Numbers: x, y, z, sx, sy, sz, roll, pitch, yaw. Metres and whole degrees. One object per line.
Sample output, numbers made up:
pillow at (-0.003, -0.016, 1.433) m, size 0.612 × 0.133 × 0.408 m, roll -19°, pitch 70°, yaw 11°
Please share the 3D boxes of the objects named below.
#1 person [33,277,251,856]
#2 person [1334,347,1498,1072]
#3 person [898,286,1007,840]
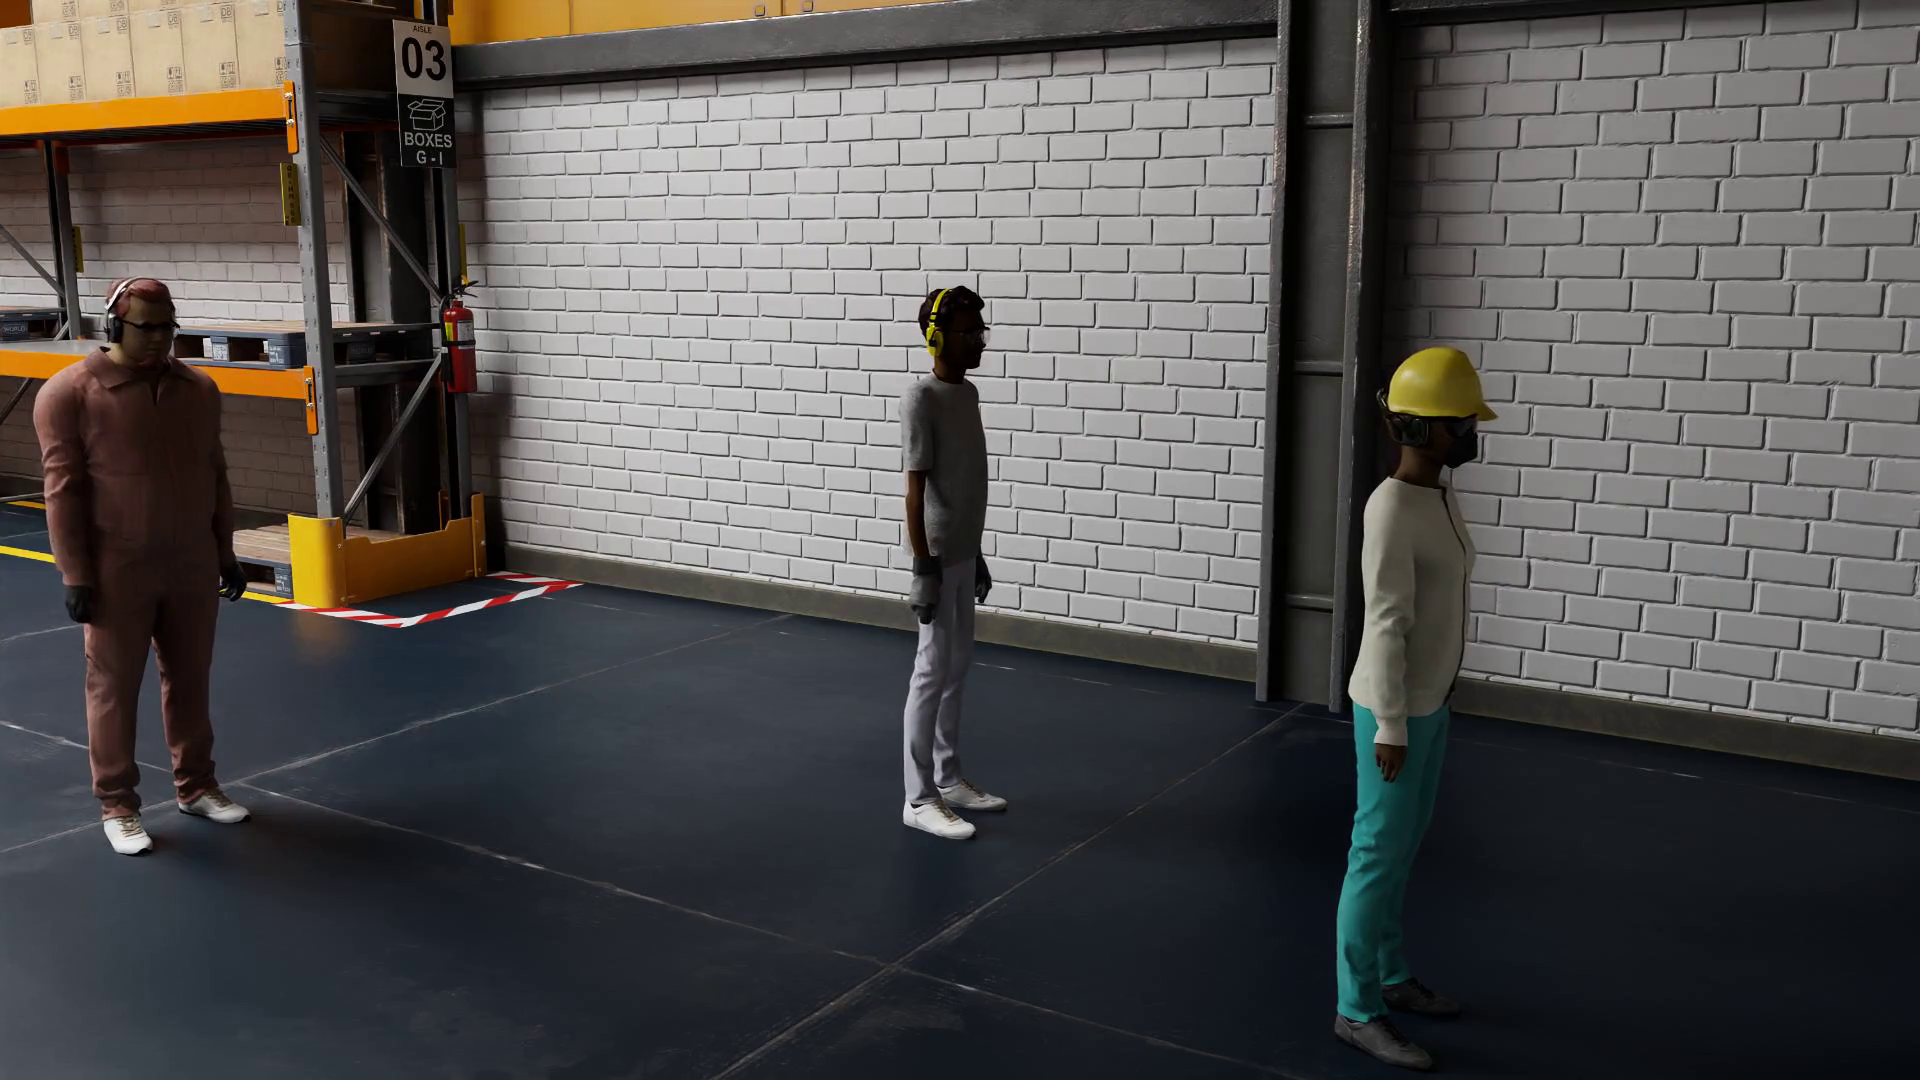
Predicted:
person at (-2.706, 0.077, 5.591) m, size 0.405 × 1.903 × 0.636 m, roll 7°, pitch 12°, yaw 33°
person at (1.138, 0.407, 4.138) m, size 0.315 × 1.767 × 0.535 m, roll 6°, pitch 12°, yaw 28°
person at (-0.026, 0.071, 5.709) m, size 0.317 × 1.870 × 0.531 m, roll 4°, pitch 11°, yaw 22°
